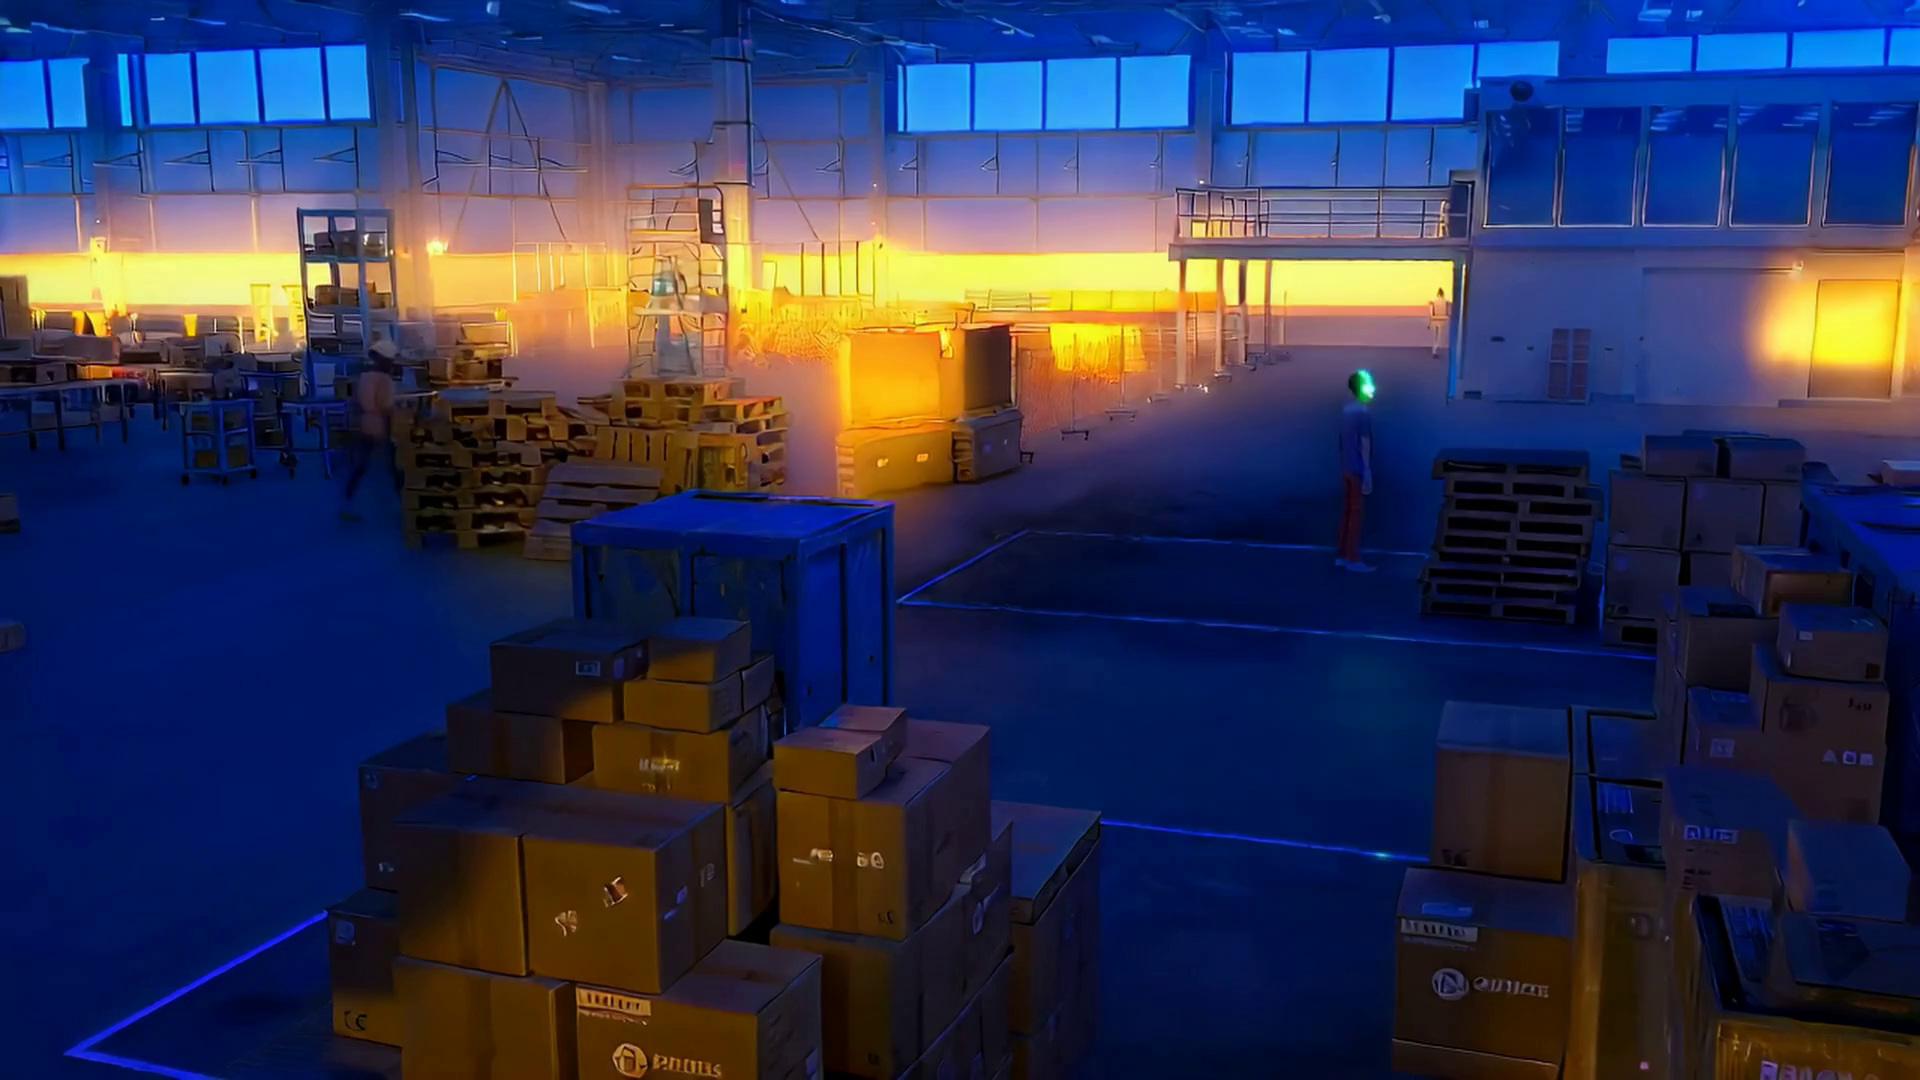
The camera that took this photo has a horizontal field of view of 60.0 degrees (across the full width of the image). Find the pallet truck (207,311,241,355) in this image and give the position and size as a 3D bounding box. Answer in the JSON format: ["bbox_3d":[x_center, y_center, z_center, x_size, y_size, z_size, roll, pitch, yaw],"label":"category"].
[{"bbox_3d":[-19.537,-5.575,44.913,0.653,1.274,1.630,3,11,19],"label":"pallet truck"}]

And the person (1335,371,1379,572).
[{"bbox_3d":[3.714,-0.638,15.498,0.325,1.876,0.524,-2,10,-12],"label":"person"}]

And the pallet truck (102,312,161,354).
[{"bbox_3d":[-23.057,-5.777,46.261,0.680,1.201,1.601,3,11,19],"label":"pallet truck"}]

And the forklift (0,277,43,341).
[{"bbox_3d":[-27.151,-6.329,46.328,1.157,1.987,2.680,3,11,17],"label":"forklift"}]

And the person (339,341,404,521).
[{"bbox_3d":[-6.467,-1.197,18.393,0.628,1.986,1.090,7,12,35],"label":"person"}]

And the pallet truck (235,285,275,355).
[{"bbox_3d":[-18.327,-5.835,44.421,0.823,1.965,1.885,4,11,23],"label":"pallet truck"}]

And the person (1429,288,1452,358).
[{"bbox_3d":[12.899,-5.826,44.691,0.578,1.882,0.346,4,11,20],"label":"person"}]

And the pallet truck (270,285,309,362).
[{"bbox_3d":[-17.147,-5.700,43.663,0.823,1.965,1.885,3,11,17],"label":"pallet truck"}]

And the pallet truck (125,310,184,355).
[{"bbox_3d":[-22.038,-5.665,45.457,0.704,1.261,1.522,3,11,17],"label":"pallet truck"}]
